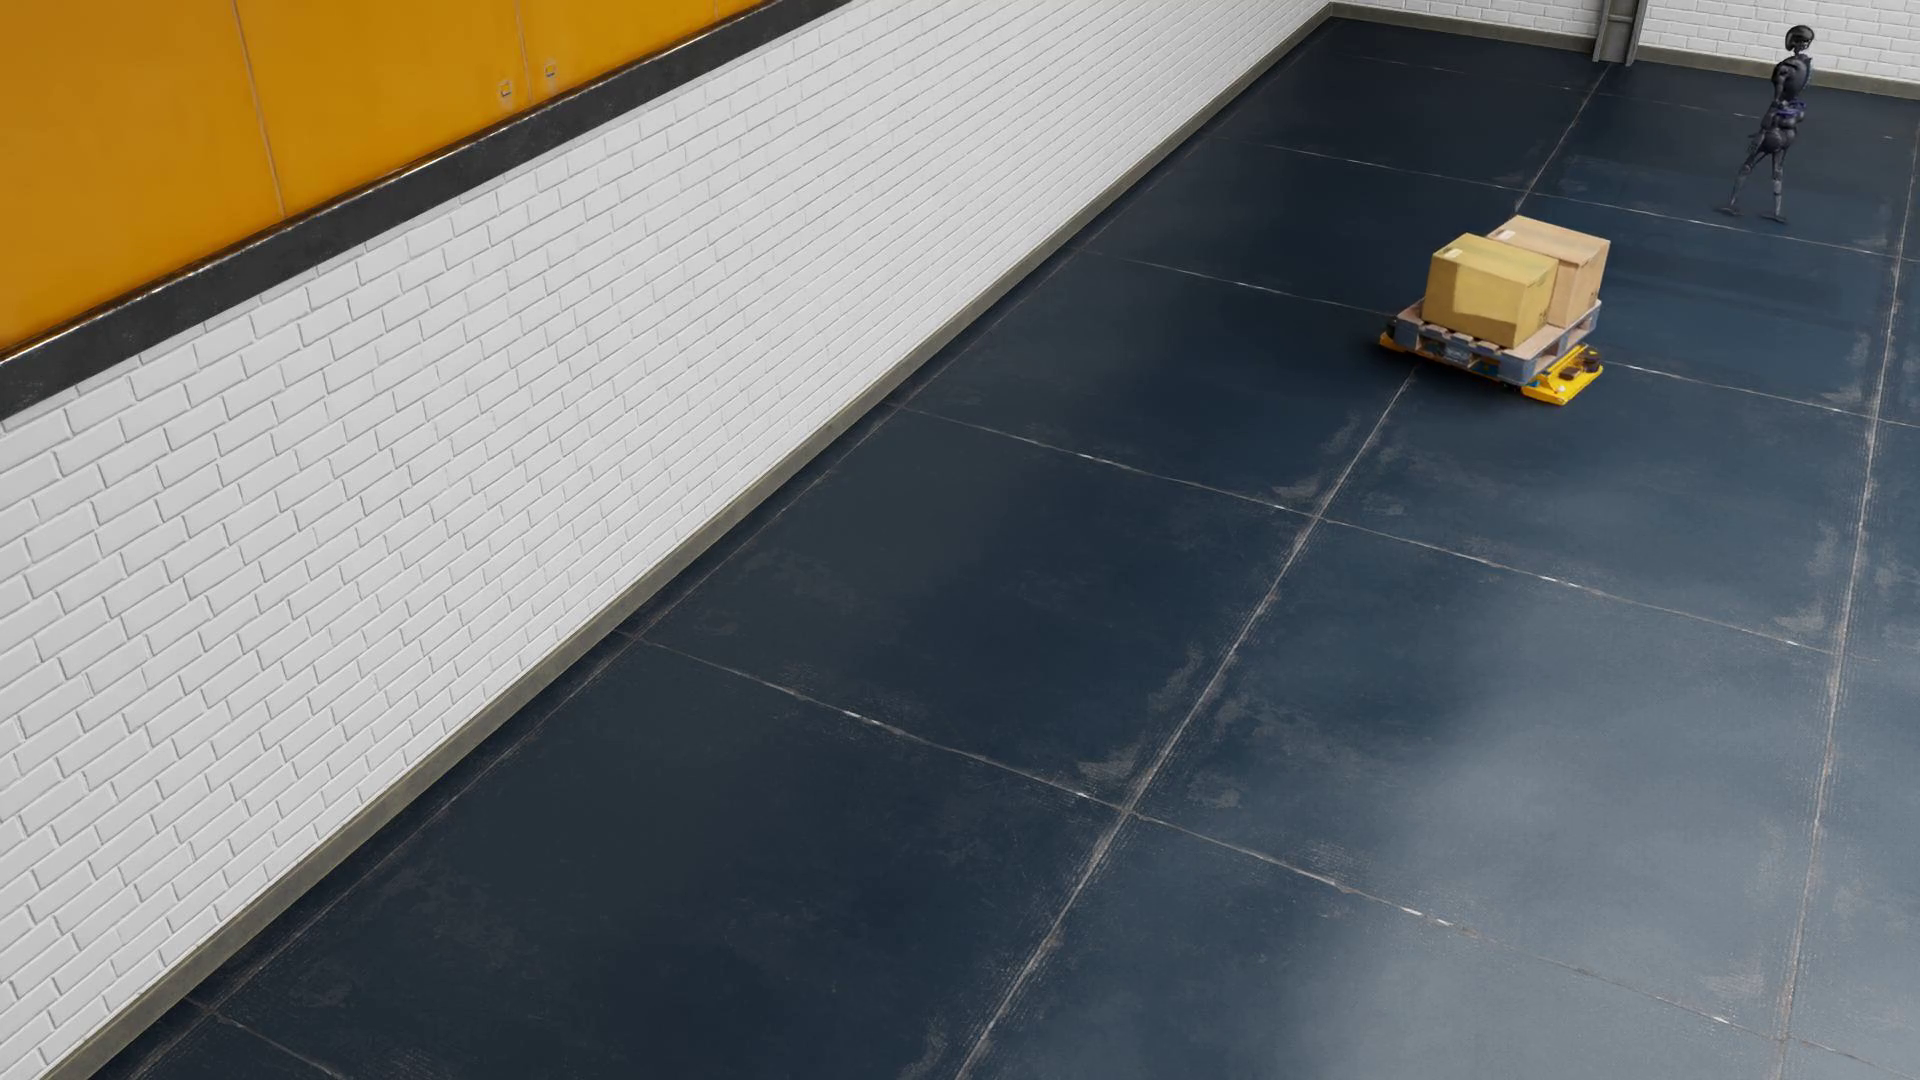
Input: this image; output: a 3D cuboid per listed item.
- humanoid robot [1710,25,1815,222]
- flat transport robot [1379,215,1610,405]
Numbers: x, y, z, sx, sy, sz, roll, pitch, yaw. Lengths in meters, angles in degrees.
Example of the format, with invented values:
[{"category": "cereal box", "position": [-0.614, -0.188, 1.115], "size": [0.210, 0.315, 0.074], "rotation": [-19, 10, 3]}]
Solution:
[{"category": "humanoid robot", "position": [6.804, -3.487, 13.913], "size": [0.651, 1.636, 0.592], "rotation": [27, 43, 34]}, {"category": "flat transport robot", "position": [3.841, -1.382, 12.033], "size": [1.431, 0.231, 0.659], "rotation": [26, 42, 33]}]
